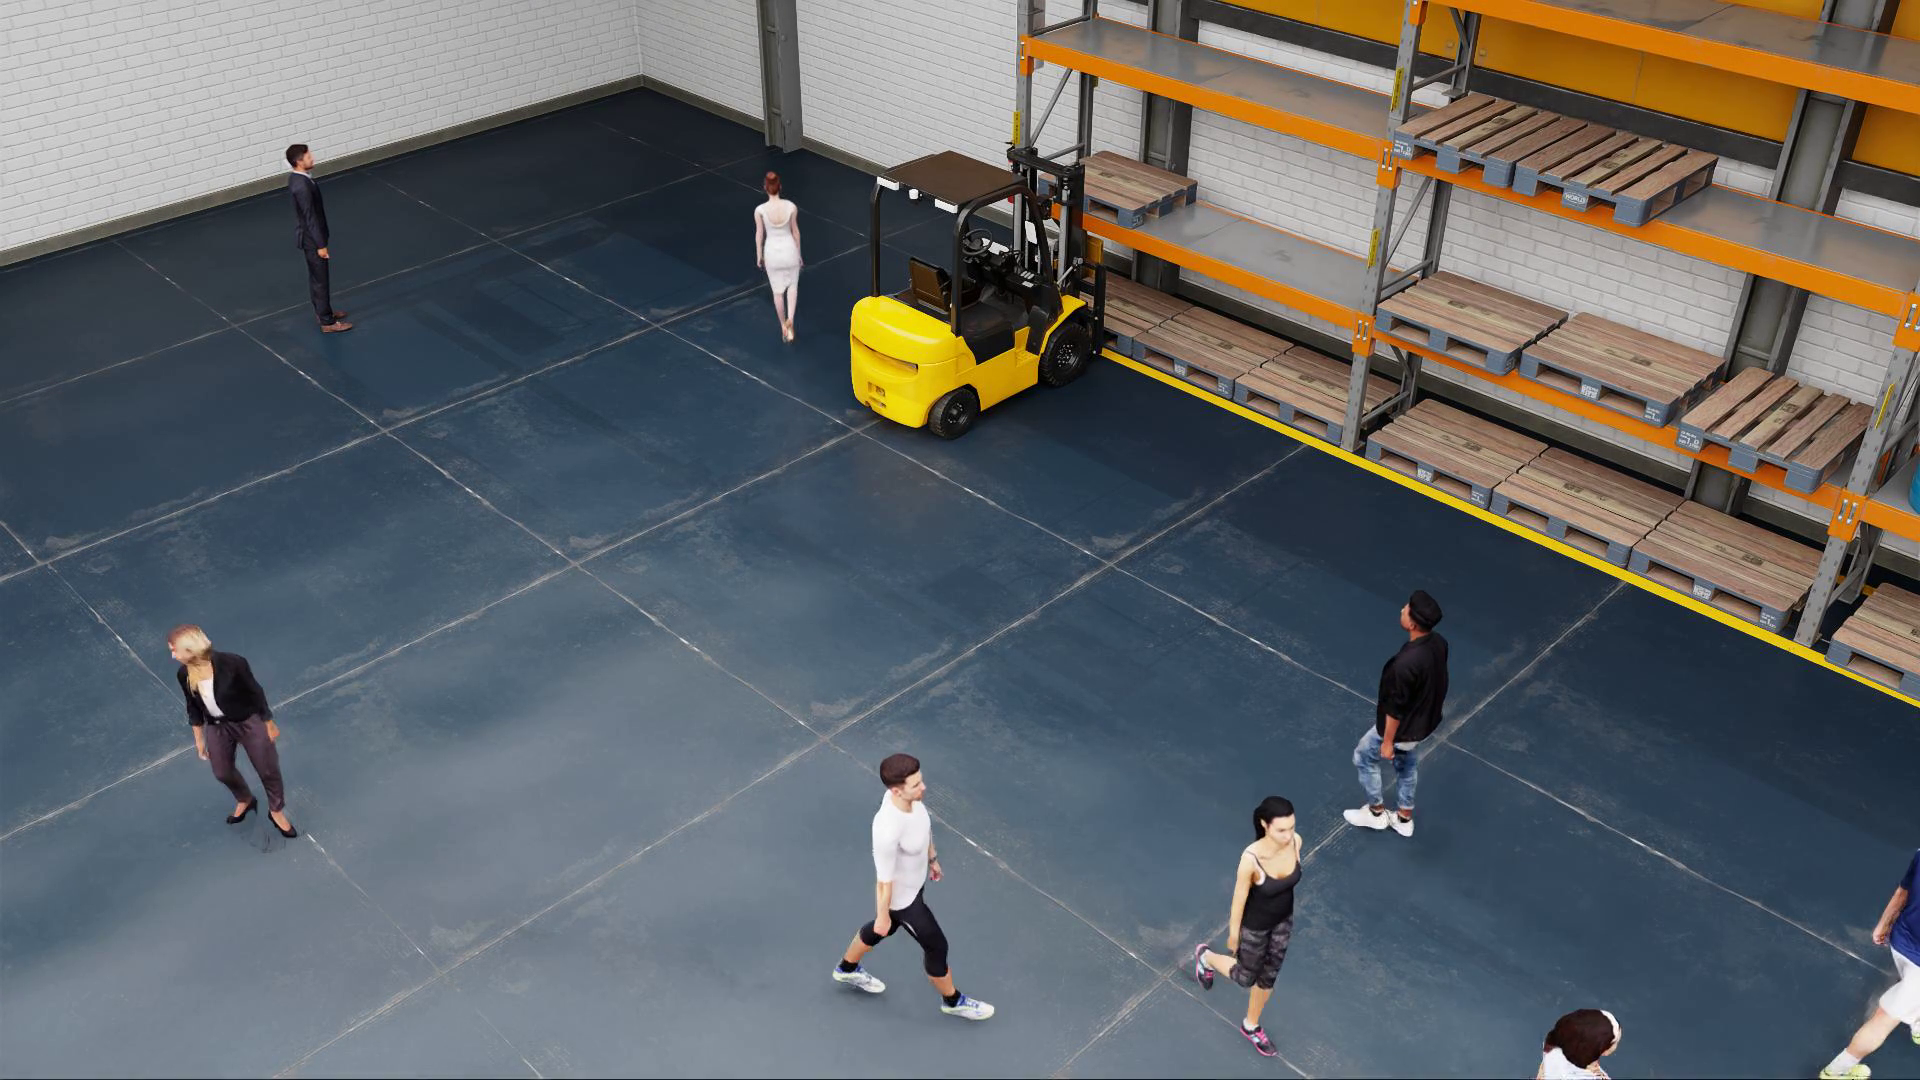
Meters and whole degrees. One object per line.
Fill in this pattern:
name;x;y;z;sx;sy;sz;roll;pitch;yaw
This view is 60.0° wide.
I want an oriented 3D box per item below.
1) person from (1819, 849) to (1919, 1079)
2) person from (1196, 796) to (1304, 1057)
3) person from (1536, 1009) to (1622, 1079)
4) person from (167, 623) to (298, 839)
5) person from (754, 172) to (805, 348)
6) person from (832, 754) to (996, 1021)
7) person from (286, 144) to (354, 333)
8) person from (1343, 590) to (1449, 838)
person;4.901;2.180;8.589;1.082;1.782;1.188;-9;35;-14
person;1.566;1.997;8.927;0.687;1.712;0.934;-19;38;-26
person;2.658;2.805;7.630;0.927;1.803;0.901;-11;35;-16
person;-4.388;1.178;10.222;0.763;1.642;0.799;-12;35;-18
person;-1.700;-2.618;15.808;0.794;1.781;0.862;-4;34;-6
person;-0.392;1.873;9.028;1.291;1.807;1.103;7;34;11
person;-6.308;-2.960;16.245;0.762;1.866;0.613;-17;37;-24
person;2.789;1.135;10.151;0.640;1.794;0.687;28;43;35
